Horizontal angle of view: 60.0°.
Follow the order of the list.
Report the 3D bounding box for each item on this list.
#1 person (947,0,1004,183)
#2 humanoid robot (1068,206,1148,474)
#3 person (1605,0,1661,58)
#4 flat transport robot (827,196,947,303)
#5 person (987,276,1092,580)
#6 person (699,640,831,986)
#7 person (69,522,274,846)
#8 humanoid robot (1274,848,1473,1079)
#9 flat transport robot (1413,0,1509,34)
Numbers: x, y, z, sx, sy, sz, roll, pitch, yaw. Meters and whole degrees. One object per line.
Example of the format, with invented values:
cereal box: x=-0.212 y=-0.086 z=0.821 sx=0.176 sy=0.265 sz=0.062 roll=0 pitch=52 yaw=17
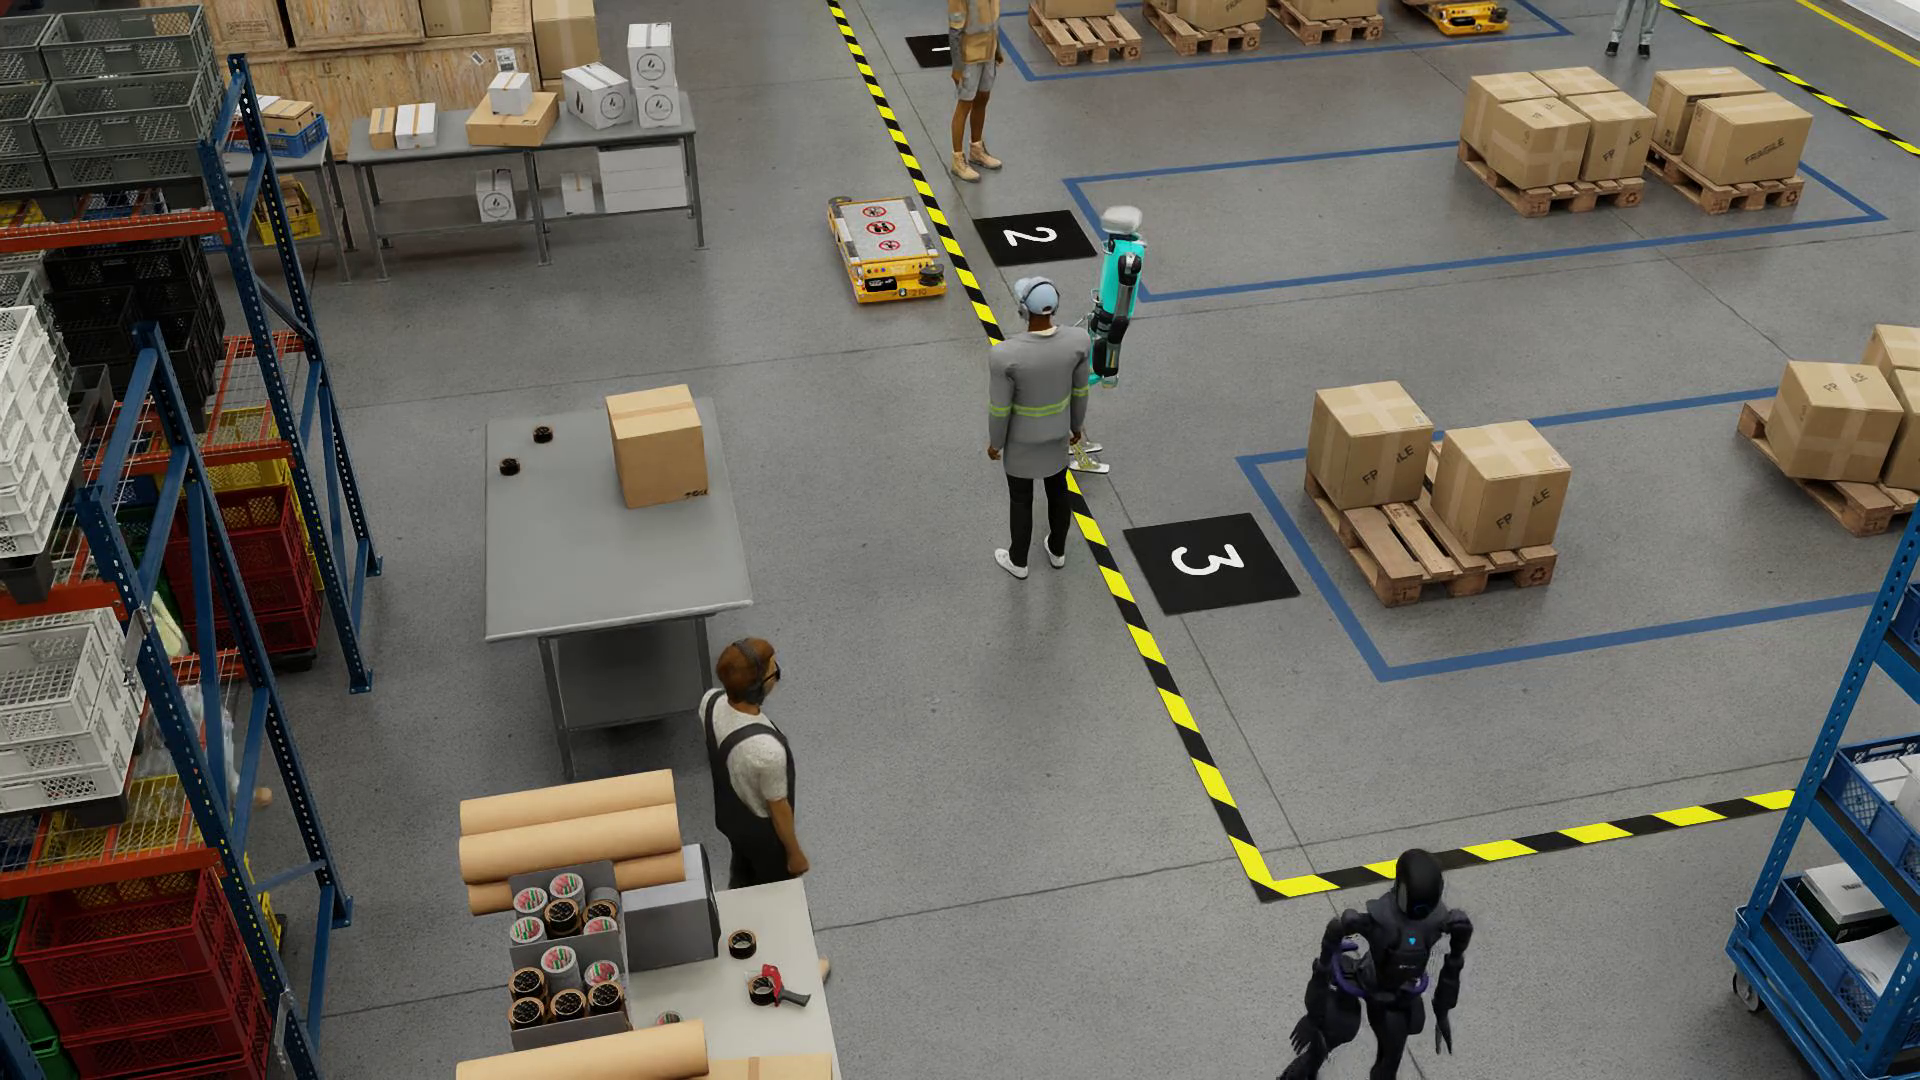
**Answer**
person: x=0.158 y=-3.890 z=13.303 sx=0.394 sy=2.033 sz=0.612 roll=25 pitch=43 yaw=30
humanoid robot: x=0.690 y=-1.170 z=9.783 sx=0.735 sy=1.677 sz=0.533 roll=-1 pitch=37 yaw=-1
person: x=6.472 y=-5.426 z=15.535 sx=0.595 sy=1.830 sz=0.403 roll=10 pitch=38 yaw=13
flat transport robot: x=-0.570 y=-2.220 z=12.538 sx=0.659 sy=0.231 sz=1.431 roll=-8 pitch=37 yaw=-10
person: x=0.414 y=-0.604 z=9.039 sx=0.589 sy=1.852 sz=0.367 roll=-14 pitch=39 yaw=-18
person: x=-0.803 y=1.139 z=6.702 sx=0.345 sy=1.844 sz=0.507 roll=-26 pitch=44 yaw=-30
person: x=-3.502 y=0.669 z=7.356 sx=0.665 sy=1.820 sz=0.623 roll=-6 pitch=37 yaw=-8
humanoid robot: x=1.514 y=1.662 z=6.144 sx=0.614 sy=1.648 sz=0.466 roll=-2 pitch=37 yaw=-2
flat transport robot: x=4.957 y=-5.501 z=16.924 sx=0.652 sy=0.197 sz=1.431 roll=-8 pitch=37 yaw=-10
